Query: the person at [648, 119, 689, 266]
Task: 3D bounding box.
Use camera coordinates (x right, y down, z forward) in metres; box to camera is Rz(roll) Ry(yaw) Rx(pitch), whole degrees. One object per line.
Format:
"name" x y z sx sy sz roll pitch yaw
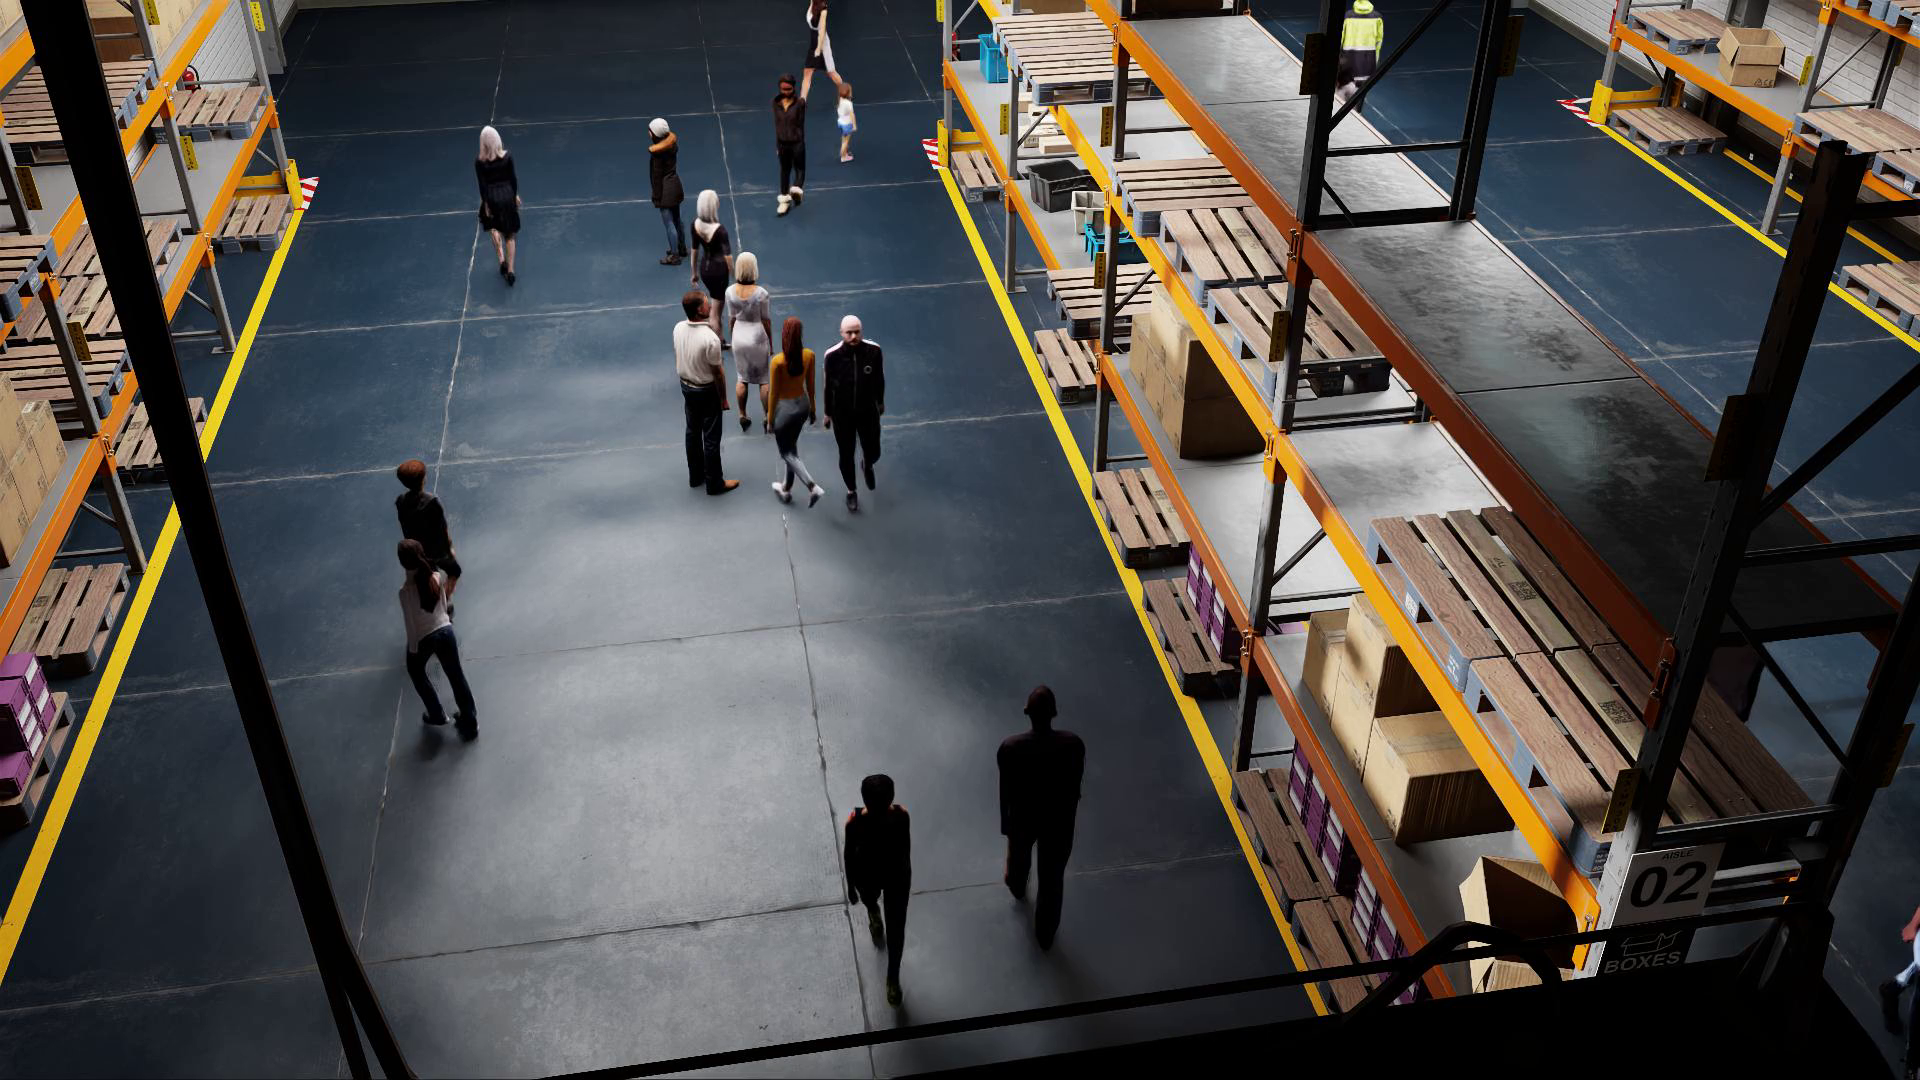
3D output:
"person" -3.220 -3.851 18.334 0.759 1.633 0.645 7 34 10

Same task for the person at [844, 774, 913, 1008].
"person" -0.474 1.907 9.783 0.585 1.509 1.043 -4 34 -5

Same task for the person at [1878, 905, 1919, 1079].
"person" 5.492 2.150 9.262 0.856 1.681 1.191 6 34 9

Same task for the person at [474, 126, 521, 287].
"person" -4.889 -3.548 17.787 0.681 1.733 0.748 -12 36 -18

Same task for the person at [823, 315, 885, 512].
"person" -0.907 -1.126 14.066 0.701 1.819 0.727 -5 34 -7

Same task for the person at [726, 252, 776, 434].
"person" -1.896 -1.786 15.125 0.631 1.747 0.624 6 34 10

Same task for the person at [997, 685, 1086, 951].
"person" 0.485 1.689 9.836 0.784 1.813 0.990 1 34 1

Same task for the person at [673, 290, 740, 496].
"person" -2.231 -1.269 14.252 0.721 1.851 0.802 25 41 32

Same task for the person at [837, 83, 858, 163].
"person" -1.492 -5.277 21.039 0.558 1.012 0.469 -21 39 -28

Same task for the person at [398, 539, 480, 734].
"person" -3.642 0.715 11.561 0.800 1.526 0.735 26 42 34

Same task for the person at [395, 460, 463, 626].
"person" -4.046 0.075 12.603 0.664 1.439 0.728 8 34 11

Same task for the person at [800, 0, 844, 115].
"person" -1.800 -6.594 22.357 0.996 1.748 1.128 -23 40 -31

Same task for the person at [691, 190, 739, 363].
"person" -2.441 -2.494 16.130 0.816 1.813 0.877 20 38 27

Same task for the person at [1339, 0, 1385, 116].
"person" 5.133 -6.173 21.524 0.885 1.969 0.921 3 34 5

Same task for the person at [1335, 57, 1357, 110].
"person" 4.633 -5.061 20.191 0.746 1.593 0.627 -6 34 -9

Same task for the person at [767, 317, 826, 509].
"person" -1.358 -1.019 13.979 0.900 1.736 1.065 -26 41 -33

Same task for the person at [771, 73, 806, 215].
"person" -2.019 -4.580 19.408 0.770 1.658 0.928 4 34 6
